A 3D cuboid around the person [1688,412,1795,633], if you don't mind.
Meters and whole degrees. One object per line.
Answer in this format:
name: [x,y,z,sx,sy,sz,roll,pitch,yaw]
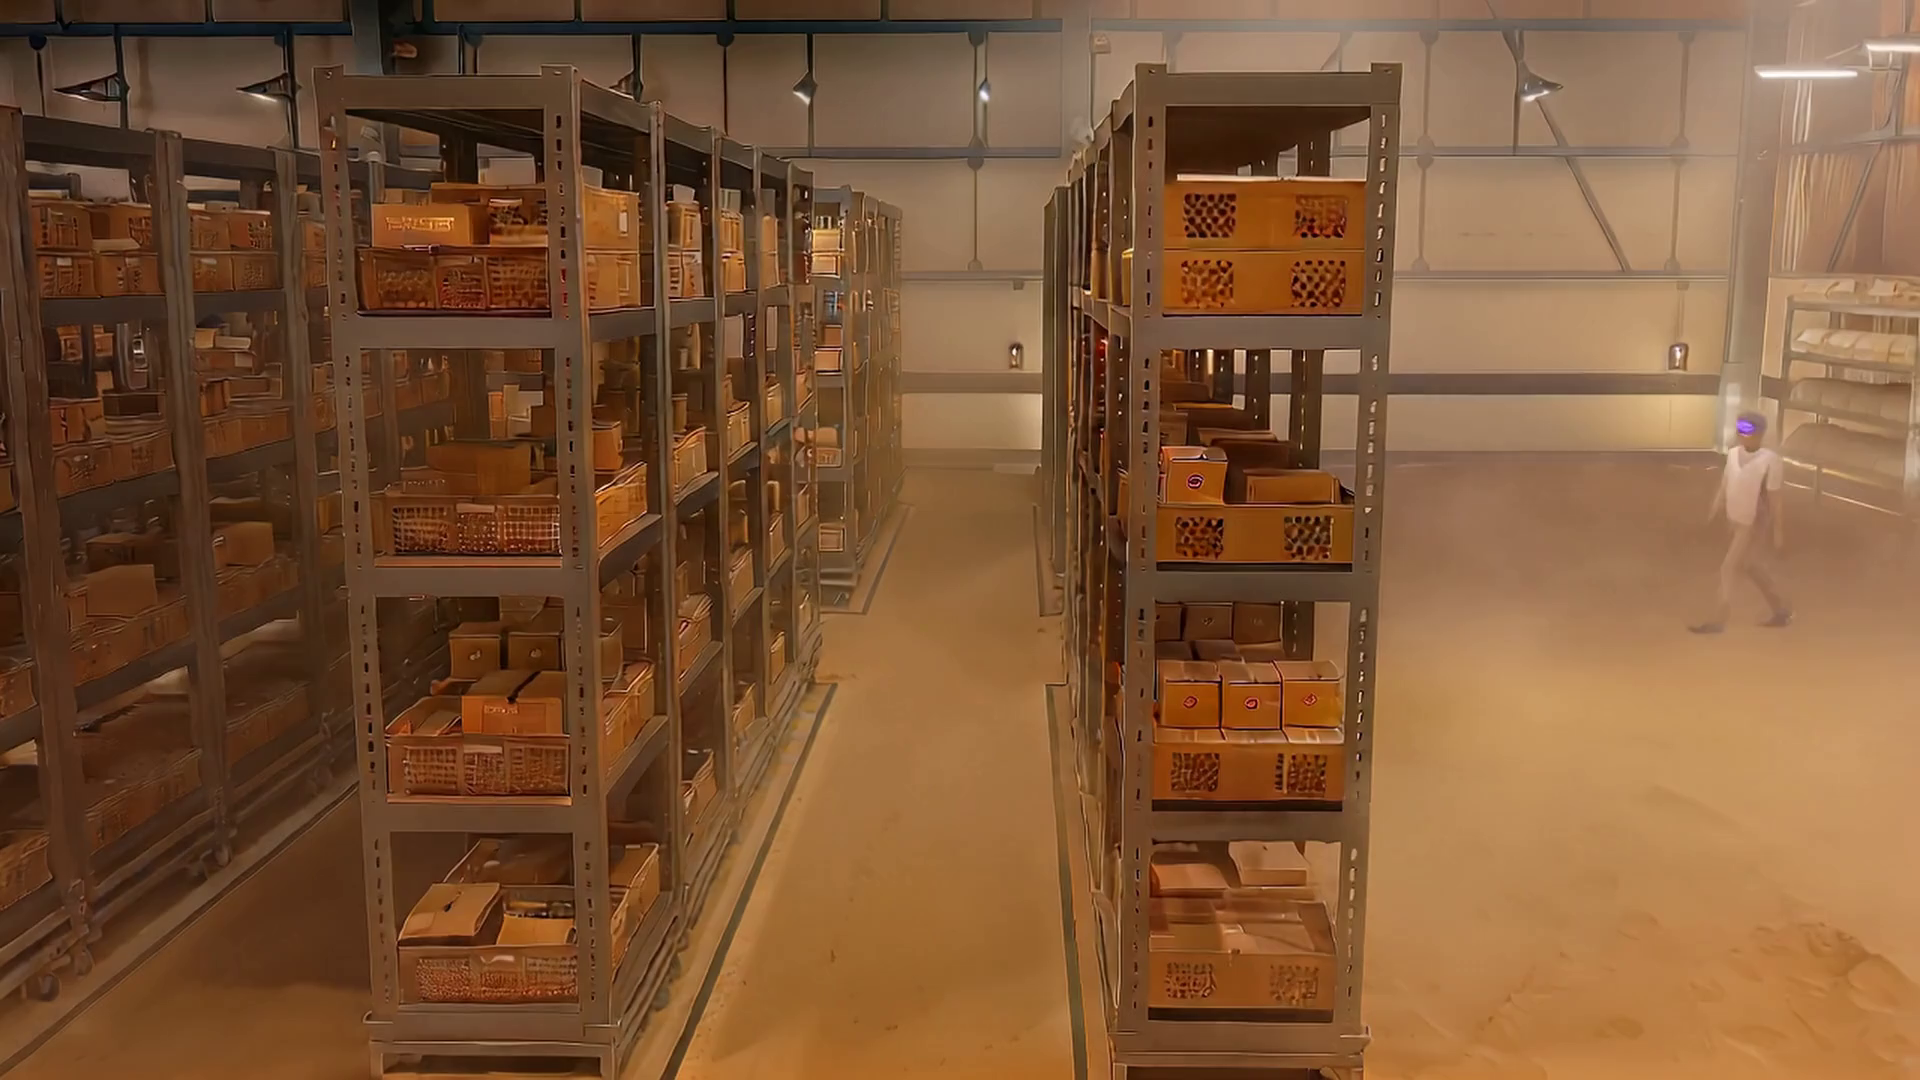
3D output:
person: [6.395,-0.142,13.409,0.937,1.809,0.585,-1,10,-7]
